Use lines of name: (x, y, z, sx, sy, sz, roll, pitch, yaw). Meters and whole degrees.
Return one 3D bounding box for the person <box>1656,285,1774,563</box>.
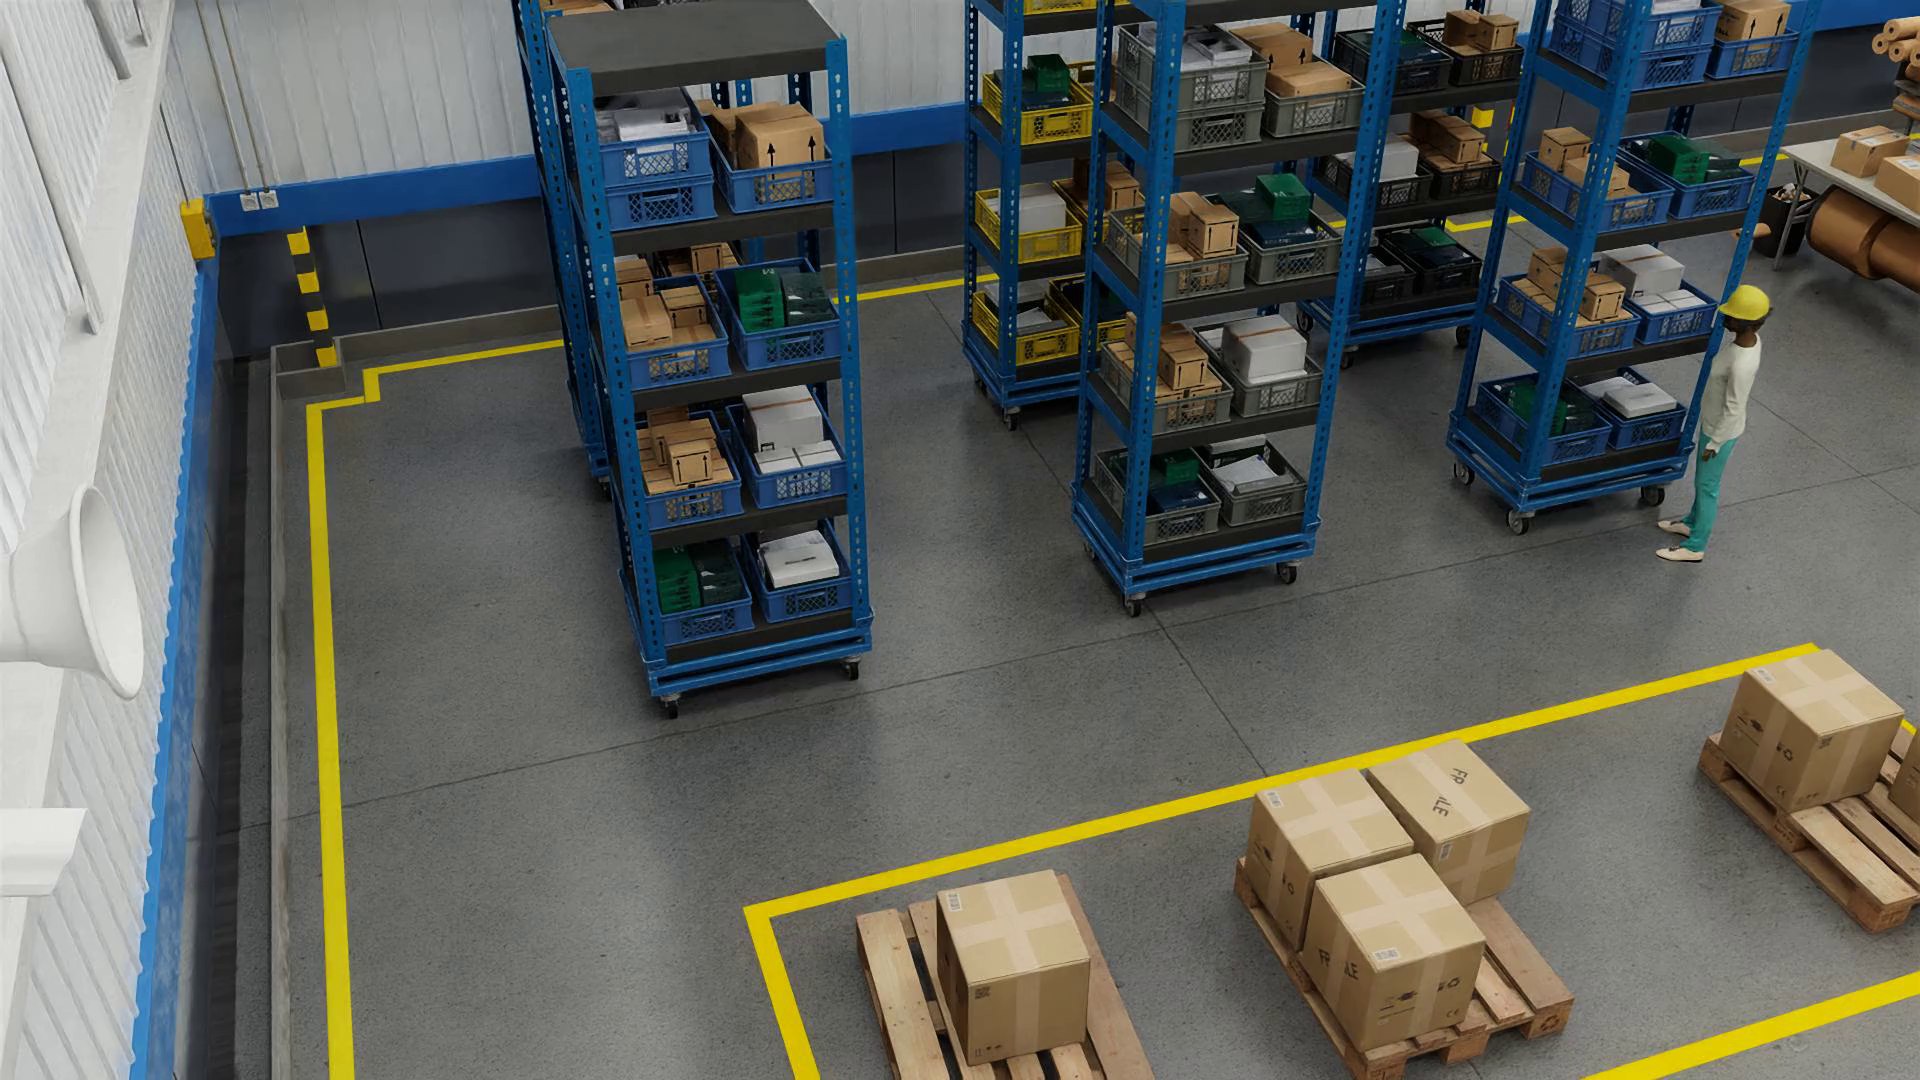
person: (4.402, -0.672, 9.709, 0.315, 1.765, 0.533, 13, 37, 18)
